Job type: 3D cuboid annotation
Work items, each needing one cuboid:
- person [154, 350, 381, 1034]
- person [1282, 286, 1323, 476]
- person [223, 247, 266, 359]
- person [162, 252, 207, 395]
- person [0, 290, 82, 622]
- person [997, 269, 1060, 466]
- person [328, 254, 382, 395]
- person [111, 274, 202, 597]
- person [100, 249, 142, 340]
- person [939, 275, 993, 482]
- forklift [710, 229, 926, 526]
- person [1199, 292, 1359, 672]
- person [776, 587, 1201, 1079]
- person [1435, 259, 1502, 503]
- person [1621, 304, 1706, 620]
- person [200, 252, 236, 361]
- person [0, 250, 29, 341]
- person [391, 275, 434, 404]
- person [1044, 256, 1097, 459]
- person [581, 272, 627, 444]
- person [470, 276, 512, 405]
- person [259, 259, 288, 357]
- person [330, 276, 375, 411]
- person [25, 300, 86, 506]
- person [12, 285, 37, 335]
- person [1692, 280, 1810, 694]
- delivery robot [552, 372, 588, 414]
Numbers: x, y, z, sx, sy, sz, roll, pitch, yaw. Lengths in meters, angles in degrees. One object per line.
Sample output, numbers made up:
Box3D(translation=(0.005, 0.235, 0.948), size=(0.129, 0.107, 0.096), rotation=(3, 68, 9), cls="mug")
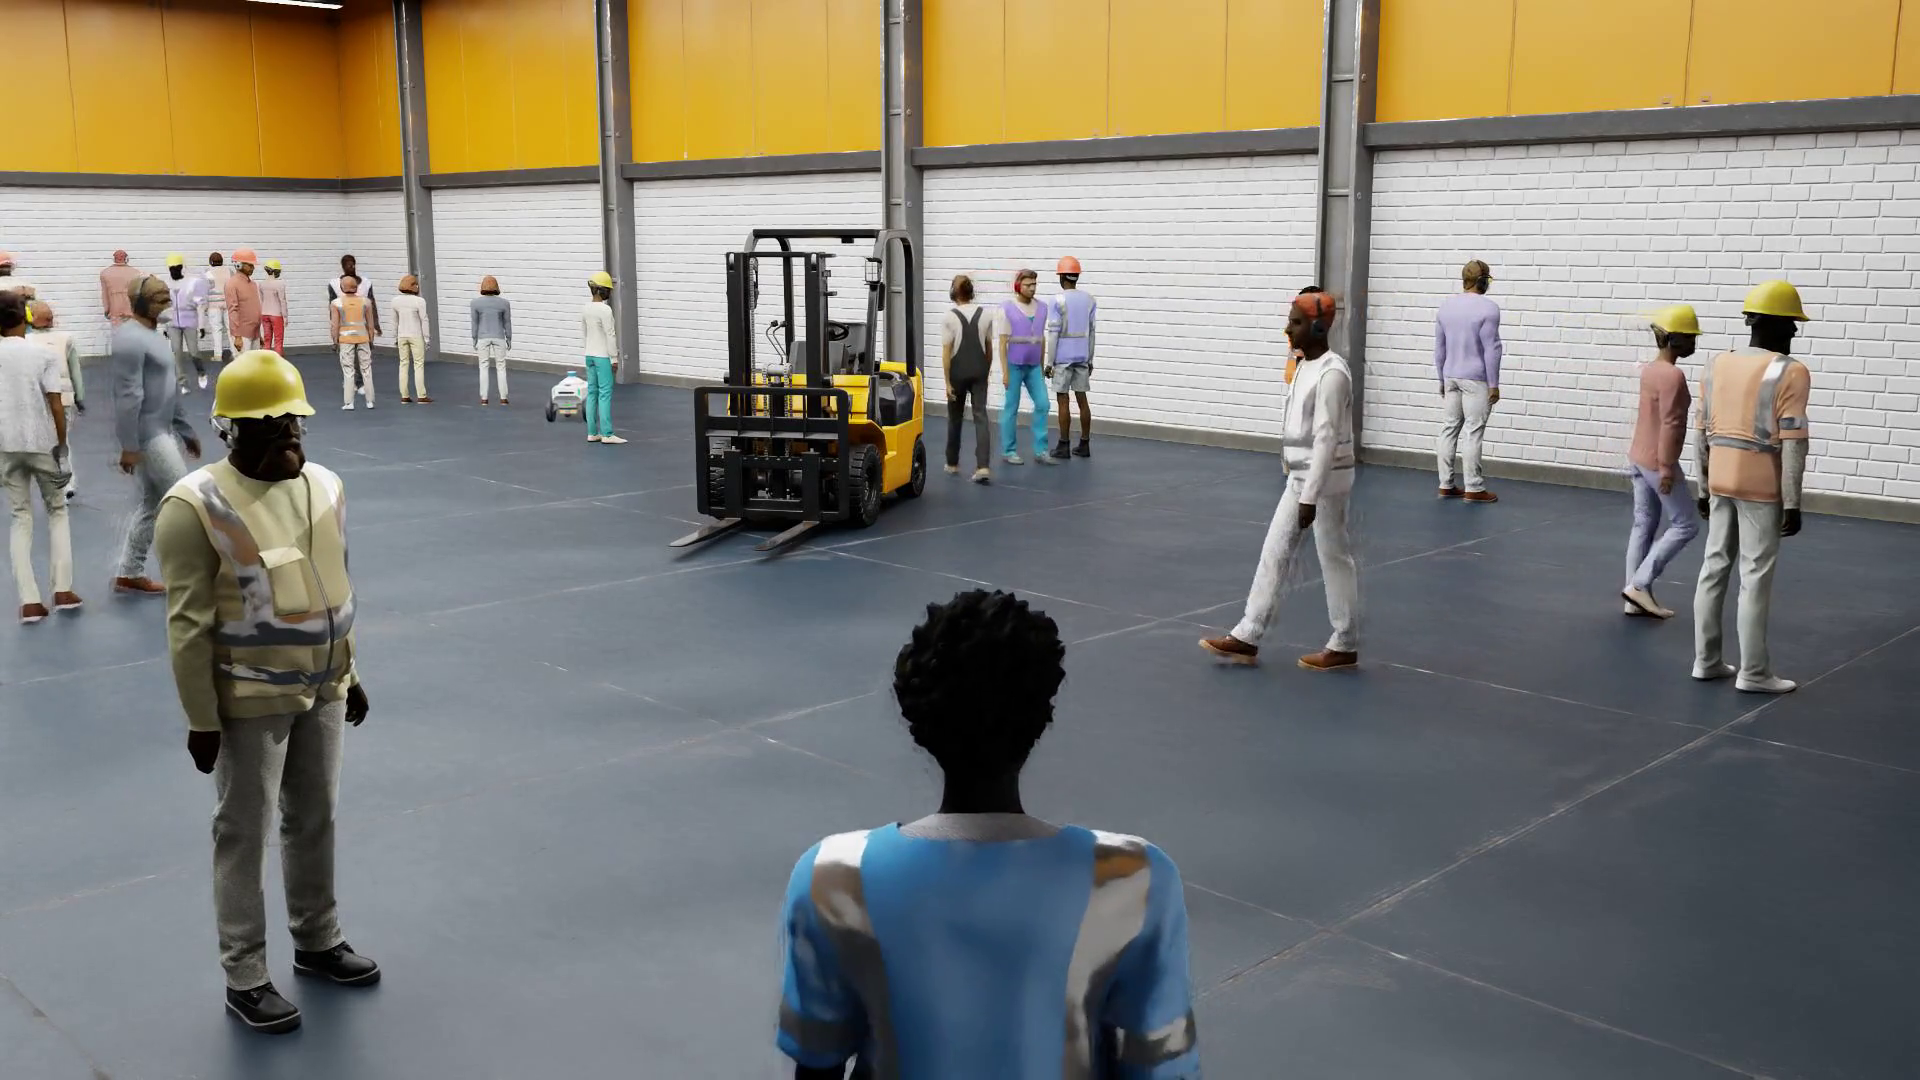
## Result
Box3D(translation=(-1.856, 0.398, 4.542), size=(0.404, 1.830, 0.600), rotation=(5, 11, 24), cls="person")
Box3D(translation=(3.057, -1.413, 14.817), size=(0.321, 1.691, 0.532), rotation=(4, 11, 20), cls="person")
Box3D(translation=(-8.285, -2.395, 19.332), size=(0.379, 1.994, 0.611), rotation=(0, 10, 2), cls="person")
Box3D(translation=(-10.435, -2.908, 22.341), size=(0.600, 1.915, 0.567), rotation=(-1, 10, -5), cls="person")
Box3D(translation=(-5.214, -0.465, 9.248), size=(0.533, 1.829, 0.582), rotation=(-3, 11, -14), cls="person")
Box3D(translation=(0.638, -1.571, 15.302), size=(0.611, 1.813, 0.764), rotation=(-7, 13, -34), cls="person")
Box3D(translation=(-8.237, -2.928, 22.559), size=(0.605, 1.886, 0.918), rotation=(-10, 15, -44), cls="person")
Box3D(translation=(-4.696, -0.588, 9.709), size=(0.690, 1.908, 0.649), rotation=(-3, 11, -14), cls="person")
Box3D(translation=(-13.623, -3.775, 27.128), size=(0.643, 1.903, 0.402), rotation=(-3, 11, -17), cls="person")
Box3D(translation=(0.064, -1.408, 14.522), size=(0.509, 1.799, 0.981), rotation=(-3, 11, -14), cls="person")
Box3D(translation=(-1.050, -1.319, 12.920), size=(1.214, 2.155, 2.313), rotation=(2, 11, 13), cls="forklift")
Box3D(translation=(1.578, -0.257, 8.051), size=(0.869, 1.850, 0.606), rotation=(-1, 10, -6), cls="person")
Box3D(translation=(0.033, 0.894, 2.218), size=(0.555, 1.682, 0.374), rotation=(1, 10, 6), cls="person")
Box3D(translation=(4.071, -1.266, 13.326), size=(0.373, 1.941, 0.627), rotation=(-6, 12, -29), cls="person")
Box3D(translation=(3.891, -0.416, 9.182), size=(0.367, 1.750, 0.551), rotation=(1, 10, 6), cls="person")
Box3D(translation=(-12.586, -3.961, 28.286), size=(0.429, 1.842, 0.632), rotation=(10, 14, 43), cls="person")
Box3D(translation=(-10.567, -2.212, 18.428), size=(0.940, 1.952, 0.627), rotation=(8, 13, 37), cls="person")
Box3D(translation=(-6.971, -2.545, 21.134), size=(0.505, 1.632, 0.269), rotation=(2, 11, 13), cls="person")
Box3D(translation=(1.040, -1.750, 15.969), size=(0.550, 1.935, 0.376), rotation=(-6, 12, -30), cls="person")
Box3D(translation=(-3.672, -1.863, 17.072), size=(0.319, 1.763, 0.522), rotation=(-10, 14, -44), cls="person")
Box3D(translation=(-5.910, -2.517, 21.011), size=(0.494, 1.623, 0.290), rotation=(-3, 11, -15), cls="person")
Box3D(translation=(-10.647, -3.472, 25.855), size=(0.518, 1.756, 0.347), rotation=(4, 11, 23), cls="person")
Box3D(translation=(-7.409, -2.398, 20.317), size=(0.514, 1.640, 0.310), rotation=(-7, 13, -34), cls="person")
Box3D(translation=(-7.219, -1.075, 13.119), size=(0.456, 1.619, 0.547), rotation=(6, 12, 31), cls="person")
Box3D(translation=(-9.496, -1.768, 16.908), size=(0.323, 1.626, 0.513), rotation=(-10, 14, -42), cls="person")
Box3D(translation=(3.710, -0.247, 7.808), size=(0.383, 1.923, 0.589), rotation=(-4, 11, -23), cls="person")
Box3D(translation=(-4.486, -1.705, 19.242), size=(0.477, 0.478, 0.707), rotation=(0, 10, -2), cls="delivery robot")
